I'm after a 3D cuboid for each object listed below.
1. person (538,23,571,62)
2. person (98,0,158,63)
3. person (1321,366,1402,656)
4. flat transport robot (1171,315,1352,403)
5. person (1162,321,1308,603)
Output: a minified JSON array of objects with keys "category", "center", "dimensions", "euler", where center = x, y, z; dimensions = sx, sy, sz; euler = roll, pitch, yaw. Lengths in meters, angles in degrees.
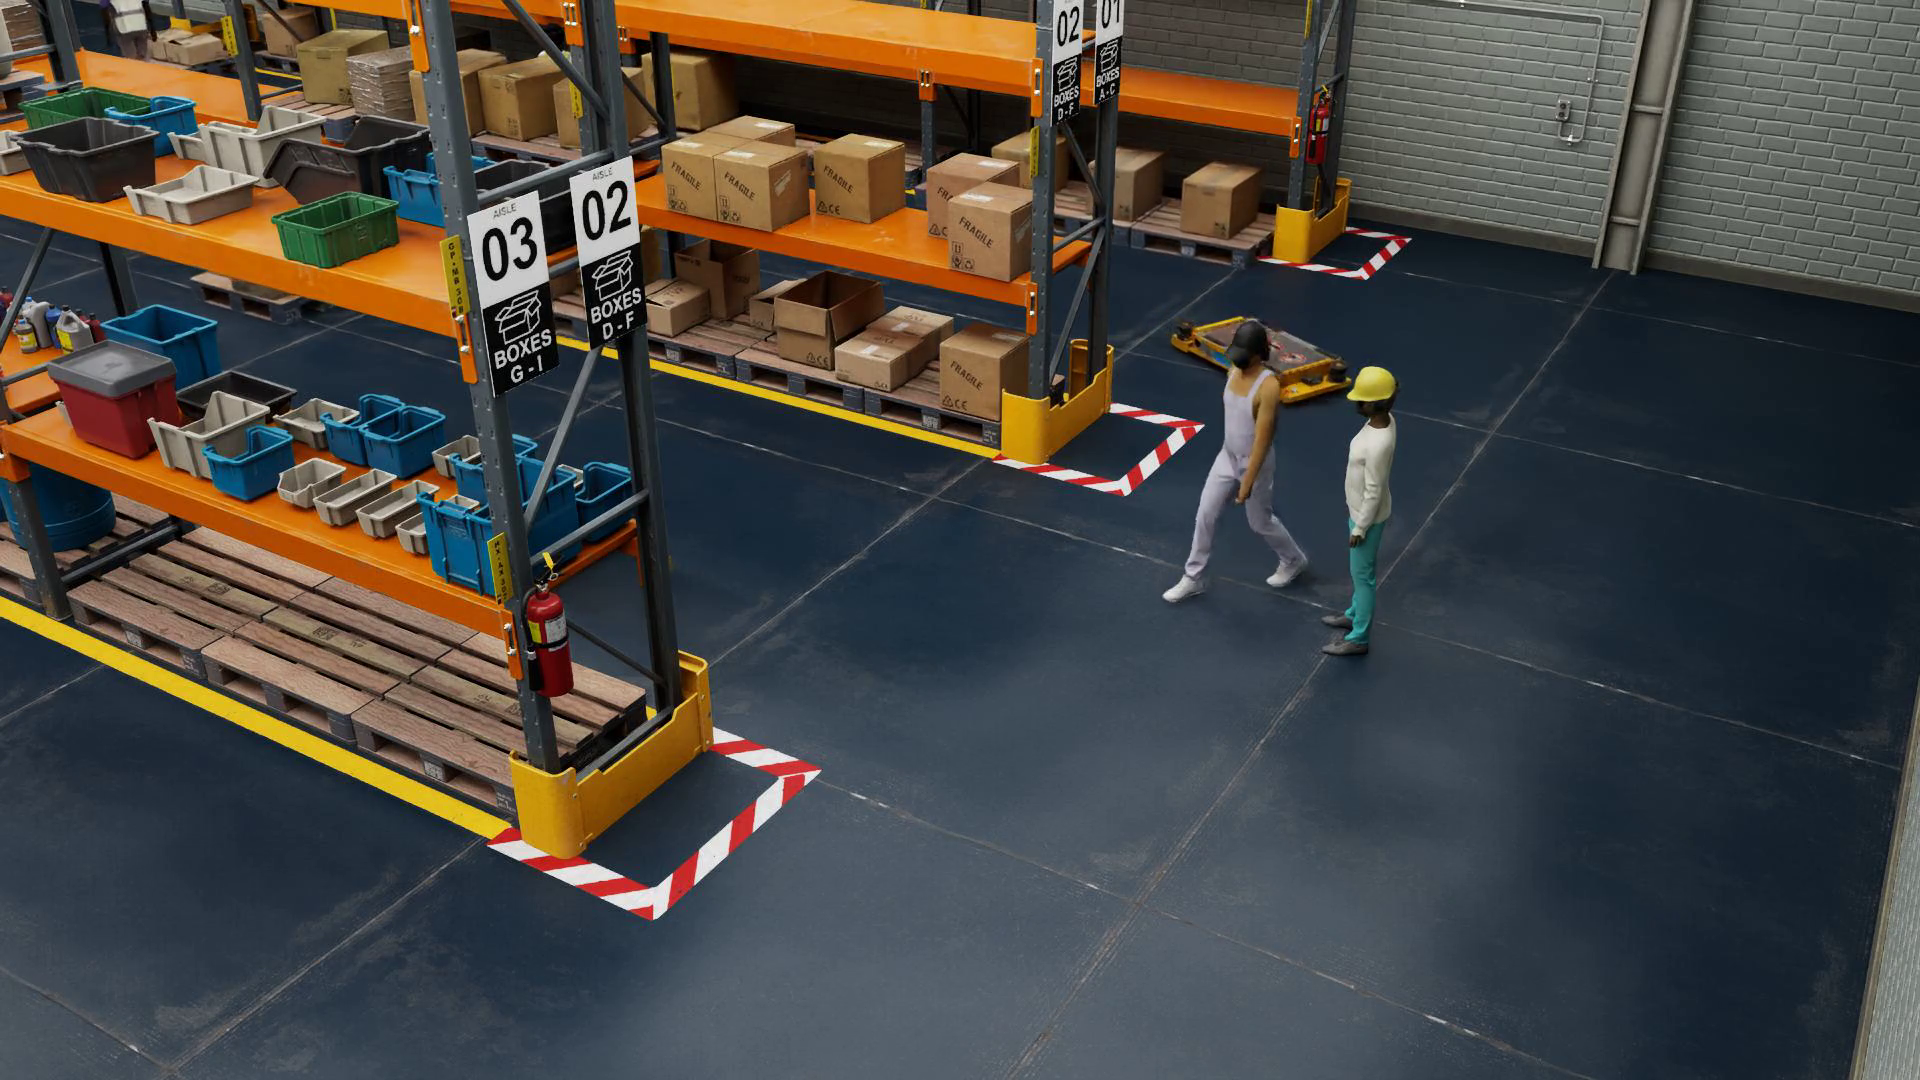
[{"category":"person","center":[-4.117,-4.486,17.214],"dimensions":[0.539,1.695,0.317],"euler":[13,32,22]},{"category":"person","center":[-9.978,-6.115,19.999],"dimensions":[0.454,1.828,0.572],"euler":[22,36,34]},{"category":"person","center":[2.270,-0.163,9.392],"dimensions":[0.316,1.764,0.521],"euler":[6,30,11]},{"category":"flat transport robot","center":[2.392,-1.471,13.274],"dimensions":[0.659,0.231,1.431],"euler":[-17,33,-28]},{"category":"person","center":[1.728,-0.478,9.908],"dimensions":[0.911,1.815,0.483],"euler":[-16,33,-27]}]
